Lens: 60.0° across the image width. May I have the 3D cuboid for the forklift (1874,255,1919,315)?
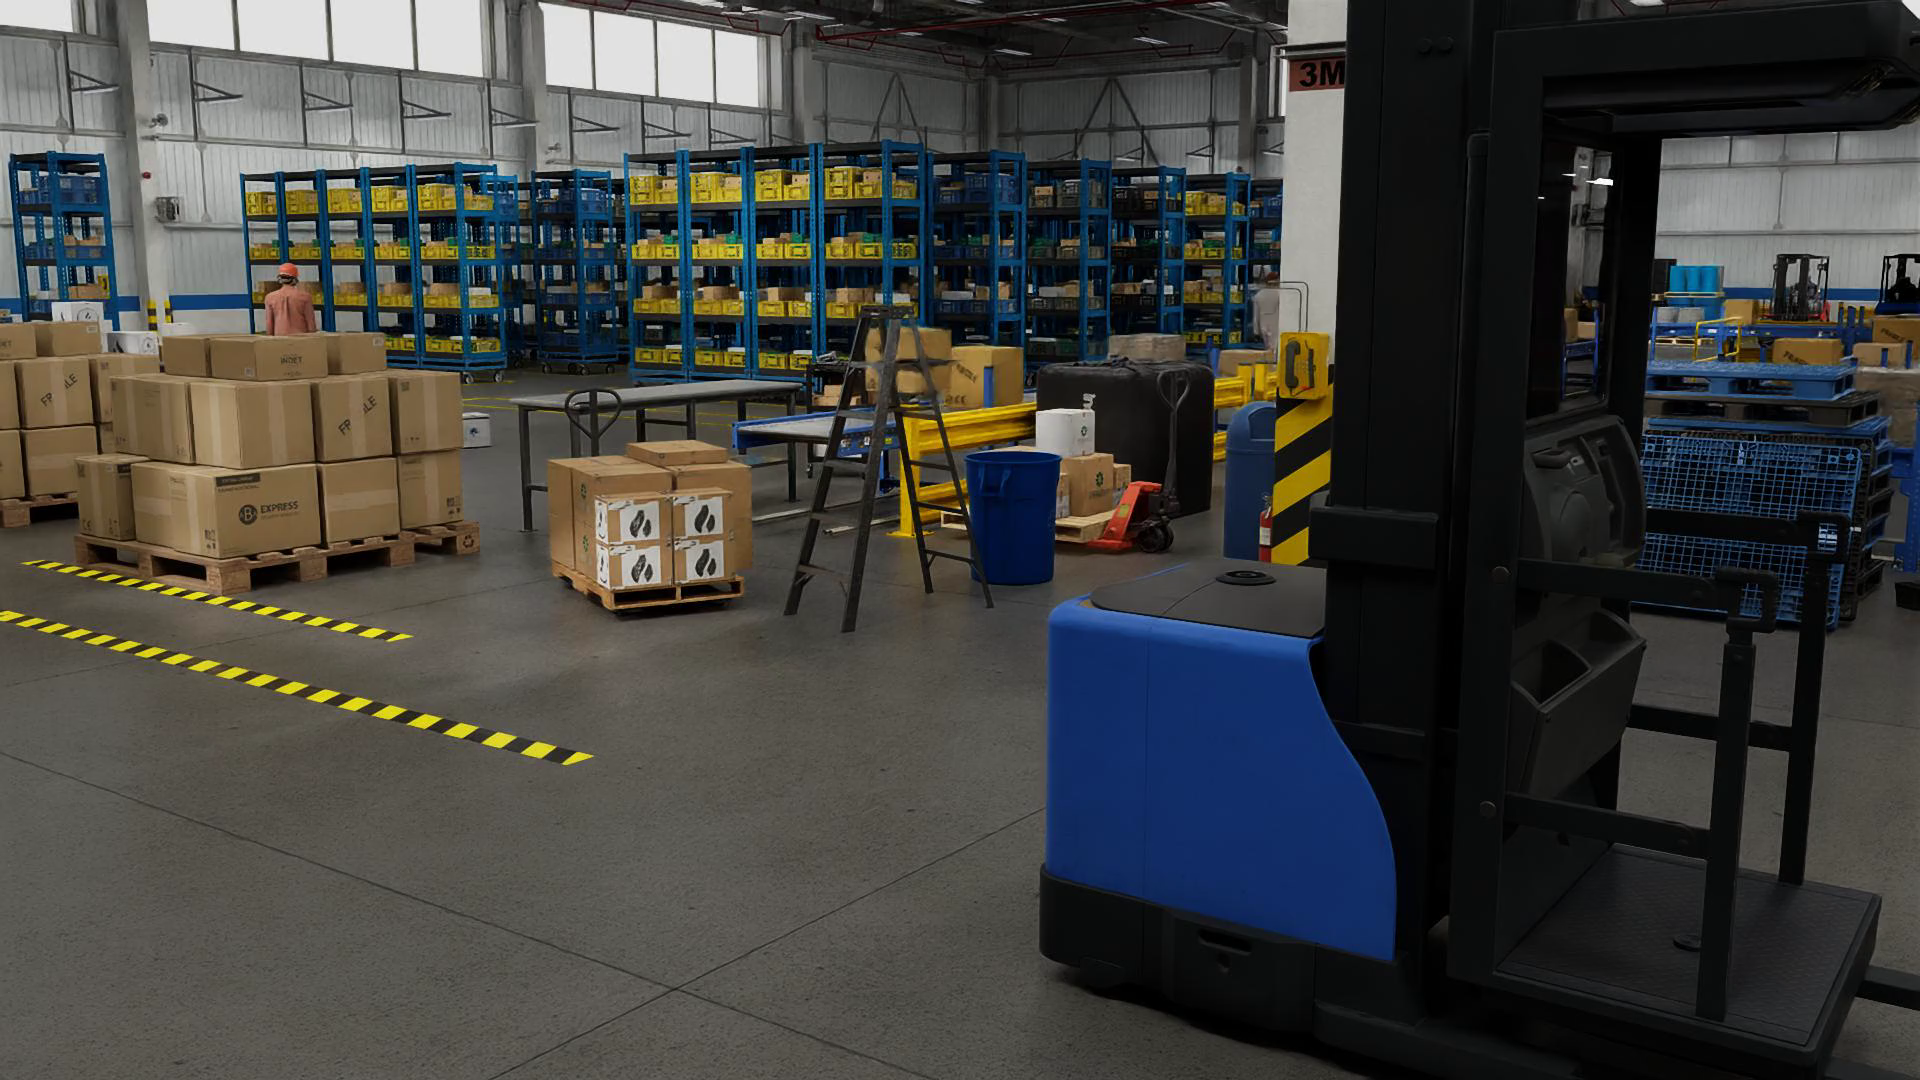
[{"bbox_3d":[22.089,-5.634,38.796,1.157,1.987,2.680,6,11,33],"label":"forklift"}]

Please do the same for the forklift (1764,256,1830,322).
[{"bbox_3d":[20.253,-5.854,40.139,1.157,1.987,2.680,7,12,35],"label":"forklift"}]

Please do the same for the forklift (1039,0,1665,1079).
[{"bbox_3d":[1.249,-0.137,4.360,1.873,2.768,1.129,7,12,35],"label":"forklift"}]

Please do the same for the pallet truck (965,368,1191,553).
[{"bbox_3d":[0.845,-0.609,11.869,1.630,1.274,0.653,7,12,35],"label":"pallet truck"}]

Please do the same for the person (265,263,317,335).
[{"bbox_3d":[-8.544,-2.541,21.302,0.608,1.996,0.381,-1,10,-7],"label":"person"}]

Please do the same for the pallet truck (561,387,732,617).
[{"bbox_3d":[-1.981,-0.274,10.088,0.680,1.201,1.601,-5,11,-28],"label":"pallet truck"}]

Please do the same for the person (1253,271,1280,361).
[{"bbox_3d":[5.038,-3.395,26.801,0.985,1.867,0.636,-8,13,-41],"label":"person"}]
